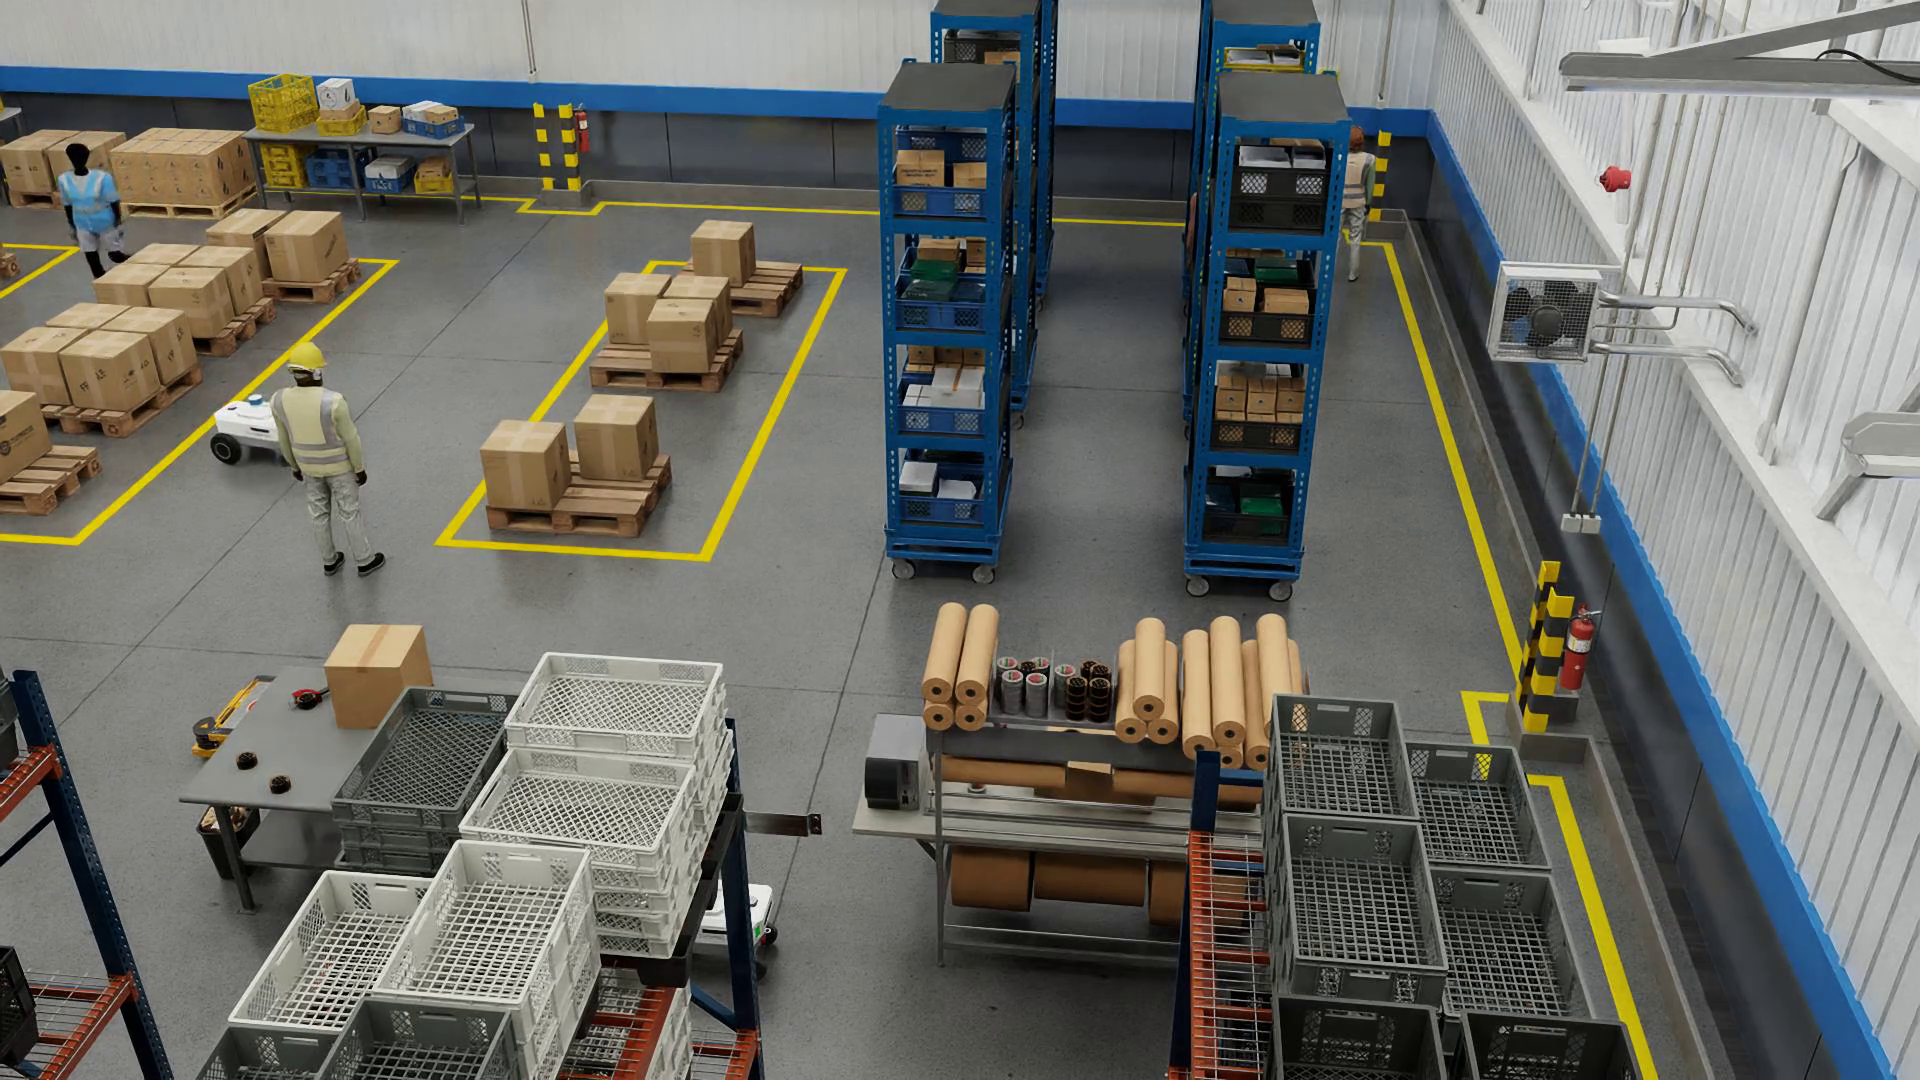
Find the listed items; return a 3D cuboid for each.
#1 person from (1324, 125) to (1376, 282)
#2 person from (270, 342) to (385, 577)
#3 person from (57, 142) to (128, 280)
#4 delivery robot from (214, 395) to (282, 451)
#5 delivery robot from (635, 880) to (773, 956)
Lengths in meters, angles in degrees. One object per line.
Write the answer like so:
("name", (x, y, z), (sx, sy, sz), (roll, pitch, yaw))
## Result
("person", (4.022, -3.482, 17.273), (0.514, 1.641, 0.309), (3, 30, 6))
("person", (-4.599, -0.566, 12.088), (0.589, 1.822, 0.403), (3, 30, 6))
("person", (-8.692, -3.196, 16.743), (0.544, 1.682, 0.606), (-2, 30, -3))
("delivery robot", (-5.868, -0.982, 13.963), (0.707, 0.478, 0.477), (9, 31, 15))
("delivery robot", (-1.361, 1.987, 8.863), (0.707, 0.478, 0.477), (3, 30, 6))
